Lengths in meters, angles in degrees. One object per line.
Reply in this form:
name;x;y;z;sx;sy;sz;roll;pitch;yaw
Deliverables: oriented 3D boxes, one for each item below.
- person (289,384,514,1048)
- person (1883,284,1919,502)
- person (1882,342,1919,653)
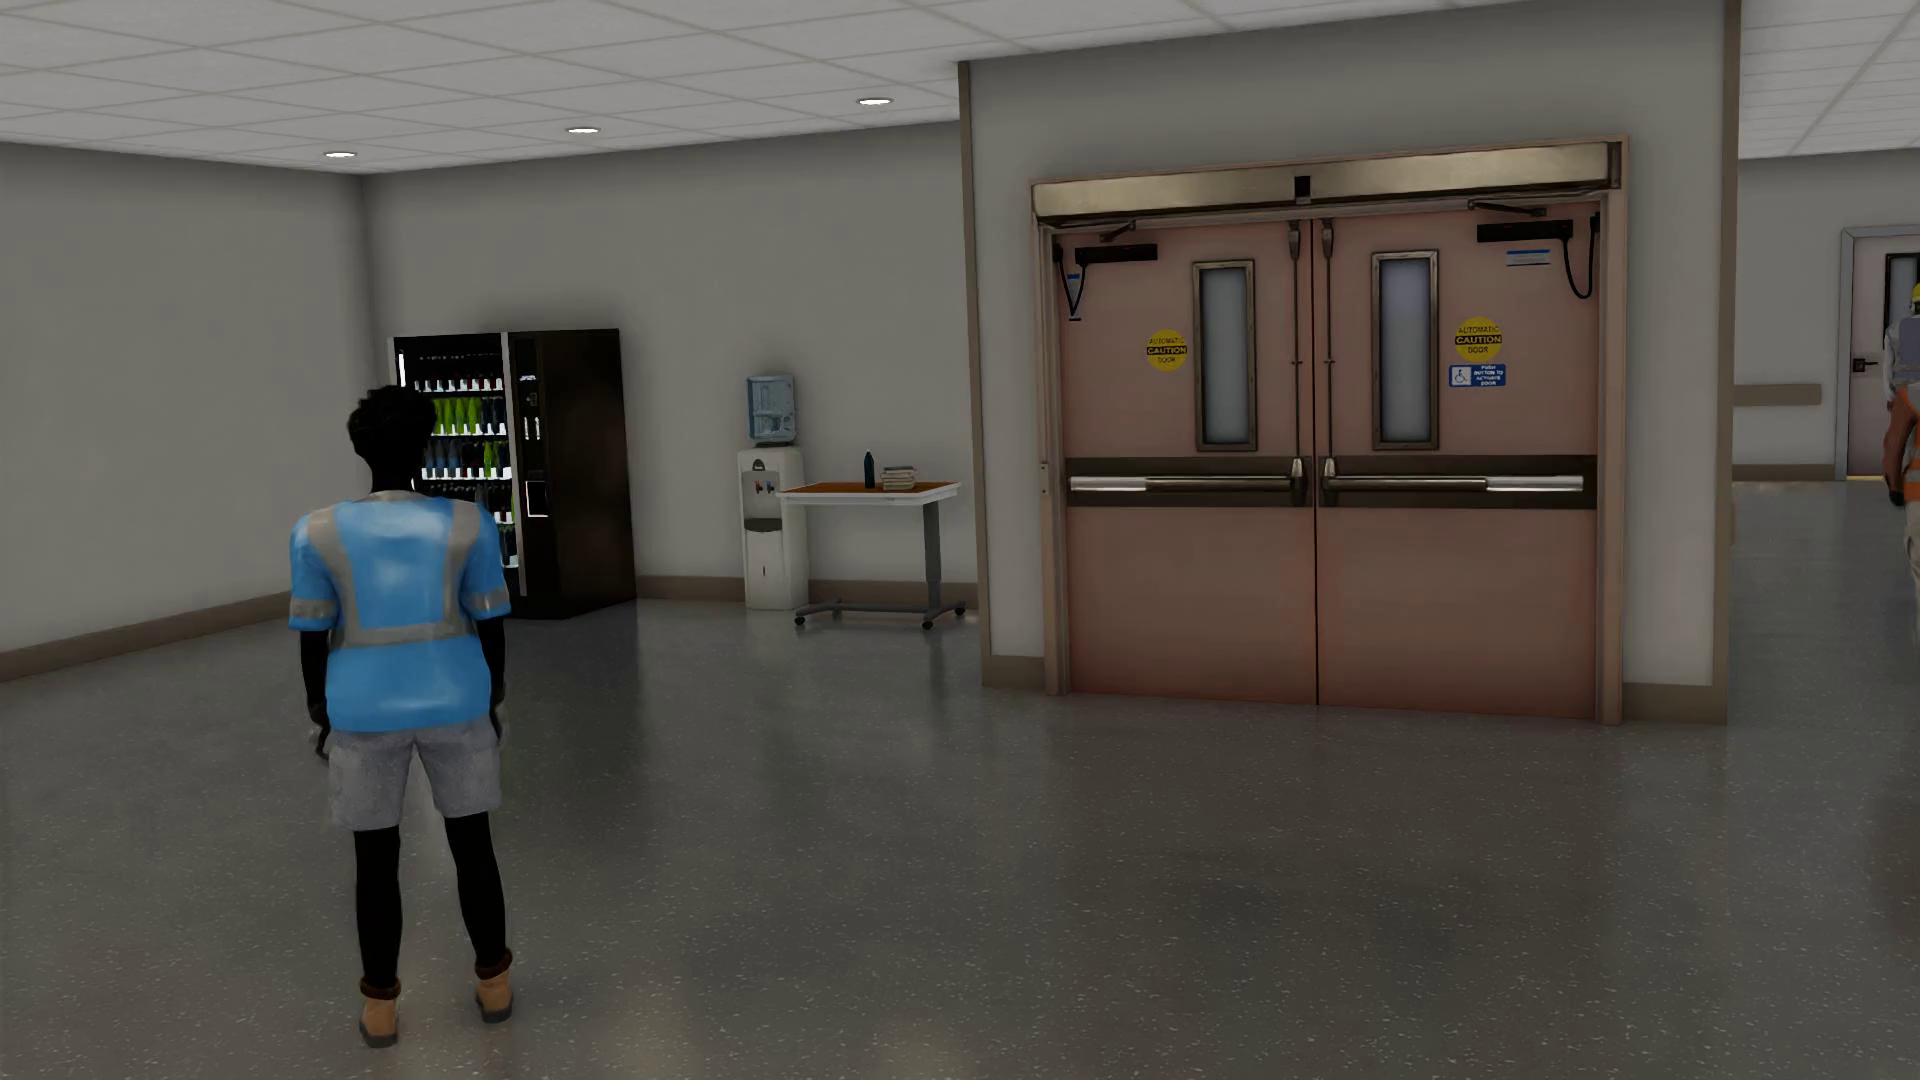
person;-1.419;0.447;4.299;0.541;1.694;0.319;-5;8;-20
person;7.881;-1.202;13.585;0.404;1.829;0.602;-8;9;-37
person;4.537;-0.181;7.669;0.515;1.596;0.726;0;8;15
